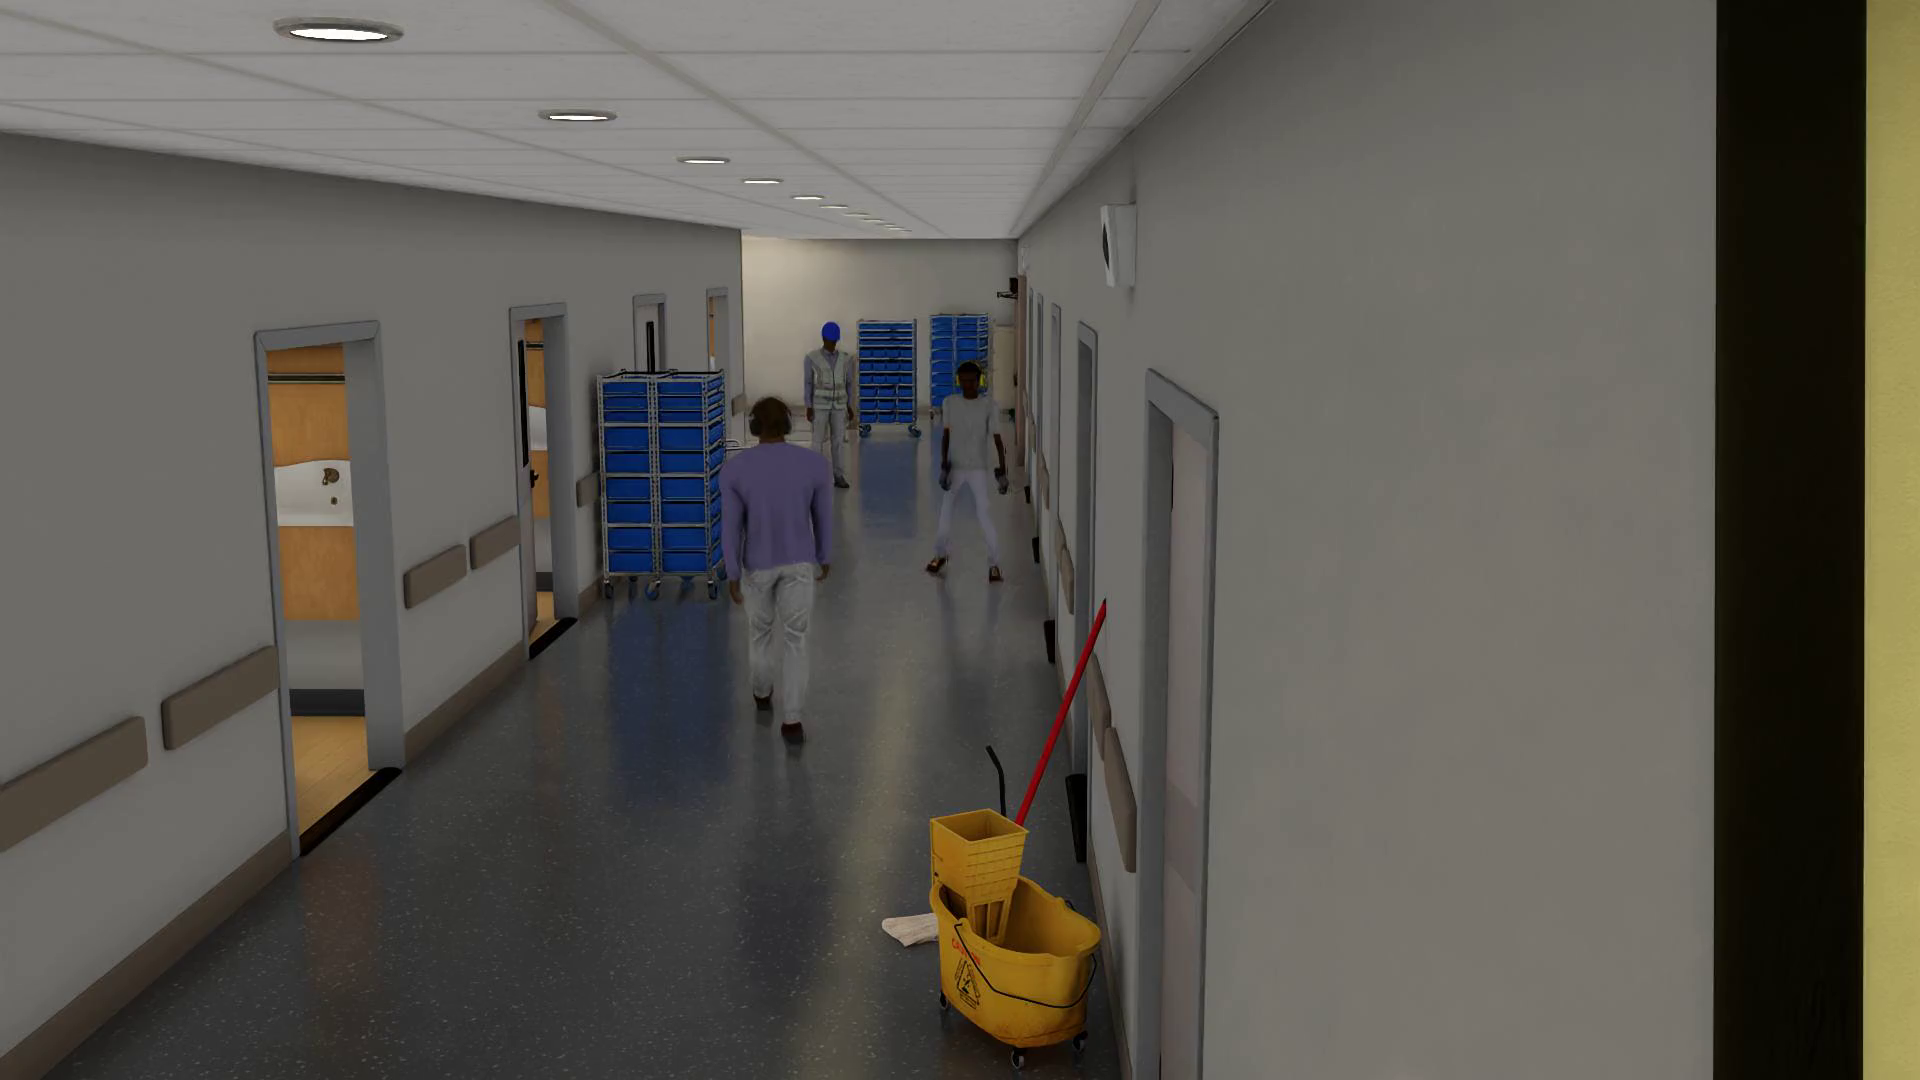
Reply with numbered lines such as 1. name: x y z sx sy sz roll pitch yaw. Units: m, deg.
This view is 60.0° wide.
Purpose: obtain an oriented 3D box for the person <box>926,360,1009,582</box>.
1. person: 0.070 -0.581 13.833 0.706 1.833 0.492 3 10 19

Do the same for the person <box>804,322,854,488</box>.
1. person: -1.516 -1.556 19.295 0.602 1.939 0.397 -4 10 -25

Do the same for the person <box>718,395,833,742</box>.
1. person: -1.030 0.129 9.368 0.634 1.885 1.023 -1 10 -7
